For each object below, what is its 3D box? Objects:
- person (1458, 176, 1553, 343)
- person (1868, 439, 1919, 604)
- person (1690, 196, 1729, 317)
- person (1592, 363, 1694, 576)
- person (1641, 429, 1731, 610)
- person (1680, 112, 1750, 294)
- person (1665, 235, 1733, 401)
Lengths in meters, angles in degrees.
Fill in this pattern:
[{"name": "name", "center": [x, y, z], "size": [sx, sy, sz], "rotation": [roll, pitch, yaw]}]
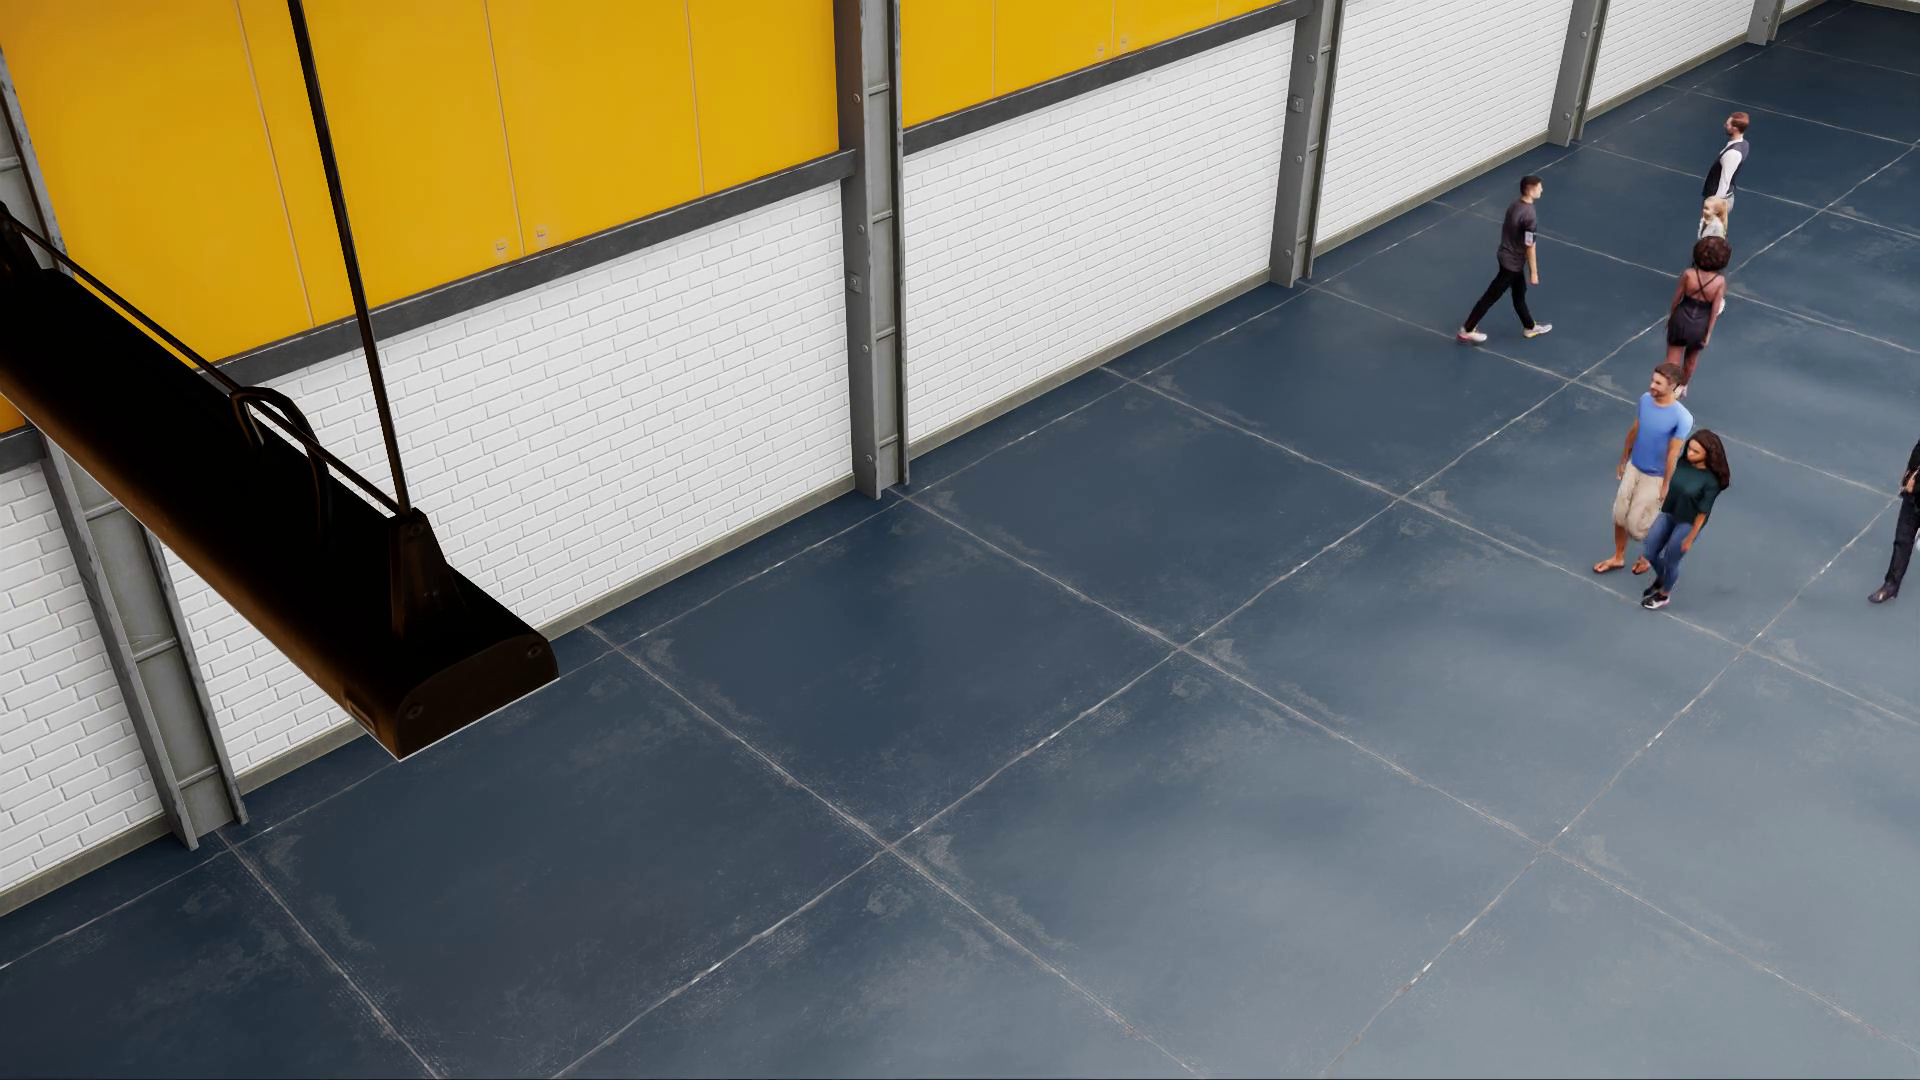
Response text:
[{"name": "person", "center": [5.292, -2.680, 16.205], "size": [1.220, 1.711, 1.155], "rotation": [0, 34, 0]}, {"name": "person", "center": [7.403, -0.351, 12.547], "size": [1.004, 1.883, 0.845], "rotation": [-17, 37, -24]}, {"name": "person", "center": [7.658, -2.887, 16.930], "size": [0.793, 1.255, 0.700], "rotation": [-9, 35, -14]}, {"name": "person", "center": [5.377, -0.538, 12.855], "size": [0.827, 1.853, 0.779], "rotation": [-15, 36, -21]}, {"name": "person", "center": [5.494, -0.144, 12.491], "size": [0.704, 1.599, 0.688], "rotation": [-11, 35, -16]}, {"name": "person", "center": [7.869, -3.497, 17.225], "size": [0.778, 1.944, 0.607], "rotation": [17, 37, 24]}, {"name": "person", "center": [6.504, -1.827, 14.894], "size": [0.806, 1.743, 1.139], "rotation": [15, 37, 21]}]
